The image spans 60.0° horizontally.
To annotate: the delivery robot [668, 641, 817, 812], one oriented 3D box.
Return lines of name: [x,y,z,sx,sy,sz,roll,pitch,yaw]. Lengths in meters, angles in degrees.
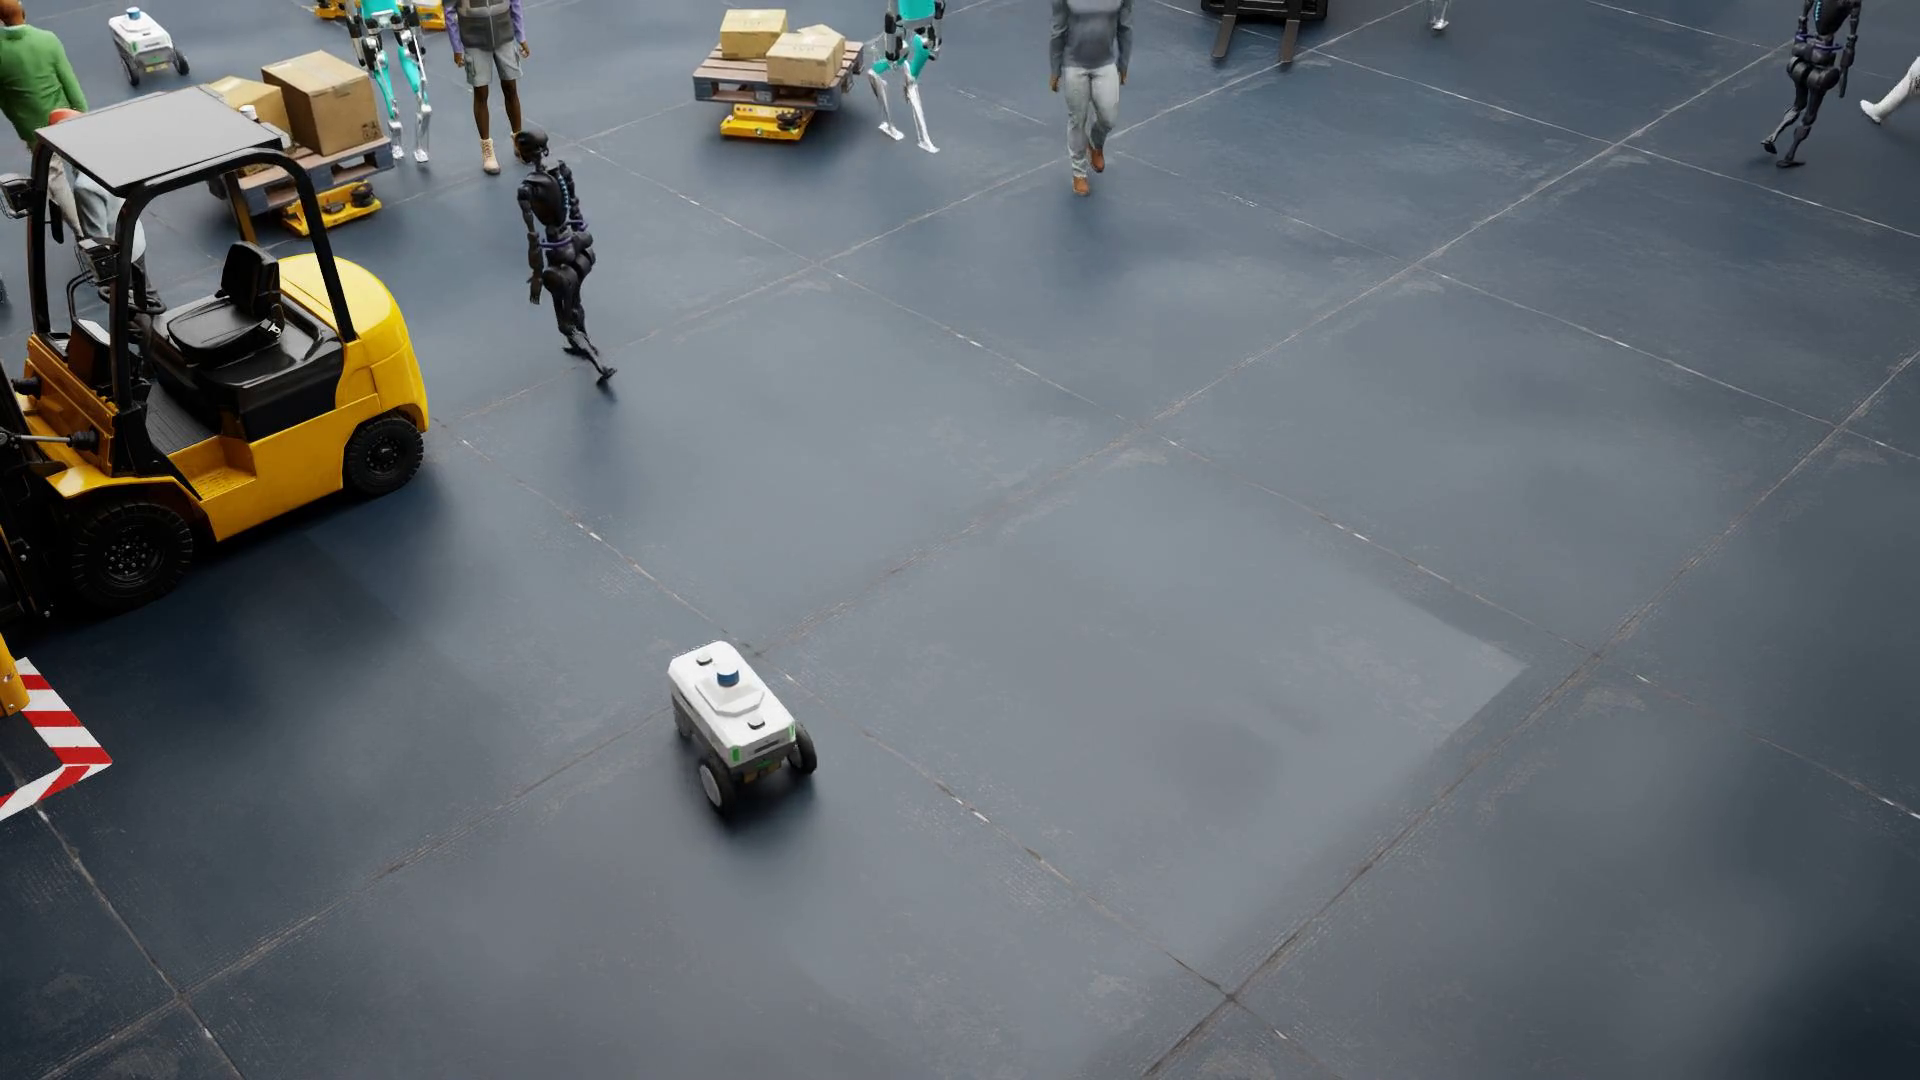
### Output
delivery robot: [-1.037,0.832,7.660,0.499,0.614,0.811,-22,42,-26]

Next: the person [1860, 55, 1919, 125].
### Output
person: [7.754,-3.924,13.140,0.523,1.585,0.892,-13,39,-16]

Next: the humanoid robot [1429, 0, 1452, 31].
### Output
humanoid robot: [4.454,-5.409,15.030,0.539,1.799,0.835,21,41,25]

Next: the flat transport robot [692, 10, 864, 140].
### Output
flat transport robot: [-1.499,-3.746,14.012,0.659,0.231,1.431,7,37,9]

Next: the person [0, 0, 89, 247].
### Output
person: [-6.474,-3.024,11.801,0.546,1.752,0.802,-17,40,-21]

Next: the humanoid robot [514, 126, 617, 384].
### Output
humanoid robot: [-2.376,-1.722,10.155,0.583,1.642,0.610,12,38,16]

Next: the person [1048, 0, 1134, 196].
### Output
person: [0.955,-3.511,12.317,0.634,1.922,0.490,-4,37,-5]

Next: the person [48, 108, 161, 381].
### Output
person: [-5.185,-1.802,10.180,0.352,1.740,0.571,-4,37,-5]

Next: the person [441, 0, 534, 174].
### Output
person: [-3.572,-3.812,12.618,0.606,2.047,0.366,-20,41,-24]

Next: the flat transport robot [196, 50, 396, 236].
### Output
flat transport robot: [-5.051,-2.693,12.602,1.431,0.231,0.659,30,46,34]

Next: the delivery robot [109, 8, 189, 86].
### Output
delivery robot: [-7.155,-4.340,14.583,0.499,0.614,0.808,-25,43,-30]

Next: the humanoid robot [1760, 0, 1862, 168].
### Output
humanoid robot: [6.550,-3.663,12.722,0.384,1.642,0.589,-13,39,-17]

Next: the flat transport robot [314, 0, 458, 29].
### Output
flat transport robot: [-5.348,-5.117,15.847,1.431,0.231,0.659,9,38,12]

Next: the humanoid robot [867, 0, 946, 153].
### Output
humanoid robot: [-0.482,-3.936,13.049,0.548,1.754,0.902,-22,42,-27]

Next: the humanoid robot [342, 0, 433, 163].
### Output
humanoid robot: [-4.306,-3.638,12.659,0.557,1.791,0.831,-16,40,-20]

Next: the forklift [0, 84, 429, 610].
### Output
forklift: [-4.145,-1.093,8.856,2.313,2.155,1.214,-31,47,-34]

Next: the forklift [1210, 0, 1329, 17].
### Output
forklift: [3.106,-6.400,15.960,1.214,2.155,2.313,8,37,10]
